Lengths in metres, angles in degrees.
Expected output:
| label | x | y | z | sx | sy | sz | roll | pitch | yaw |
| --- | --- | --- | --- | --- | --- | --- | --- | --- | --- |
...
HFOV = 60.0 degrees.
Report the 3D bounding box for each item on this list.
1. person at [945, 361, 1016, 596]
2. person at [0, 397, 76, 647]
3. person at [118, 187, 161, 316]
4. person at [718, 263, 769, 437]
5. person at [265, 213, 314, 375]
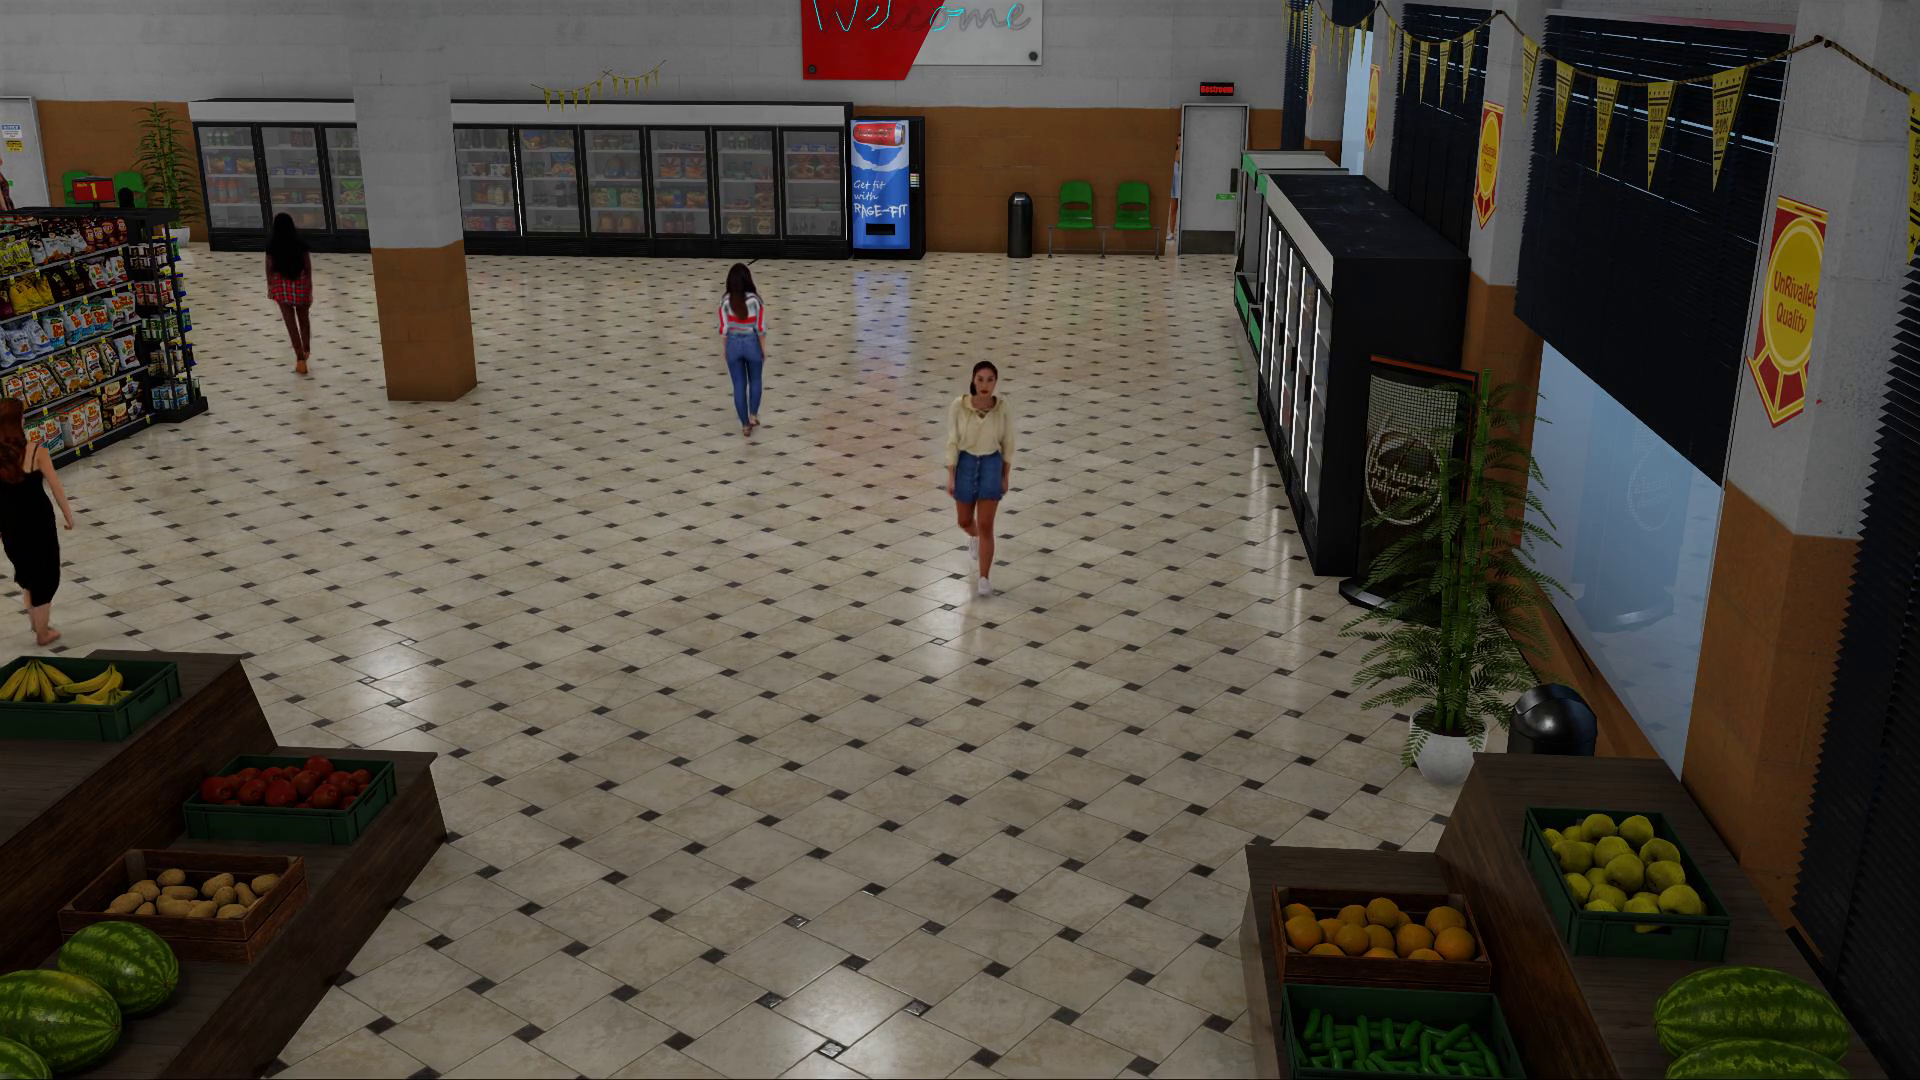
| label | x | y | z | sx | sy | sz | roll | pitch | yaw |
| --- | --- | --- | --- | --- | --- | --- | --- | --- | --- |
| person | 0.128 | -0.462 | 11.639 | 0.619 | 1.612 | 0.986 | 1 | 19 | 3 |
| person | -5.941 | -0.084 | 10.513 | 0.653 | 1.615 | 0.659 | -2 | 19 | -5 |
| person | -10.008 | -3.411 | 20.201 | 0.706 | 1.728 | 0.741 | -11 | 21 | -29 |
| person | -2.019 | -1.757 | 15.492 | 0.661 | 1.604 | 0.644 | -1 | 19 | -4 |
| person | -7.195 | -2.630 | 17.944 | 1.008 | 1.691 | 1.159 | -11 | 22 | -30 |
